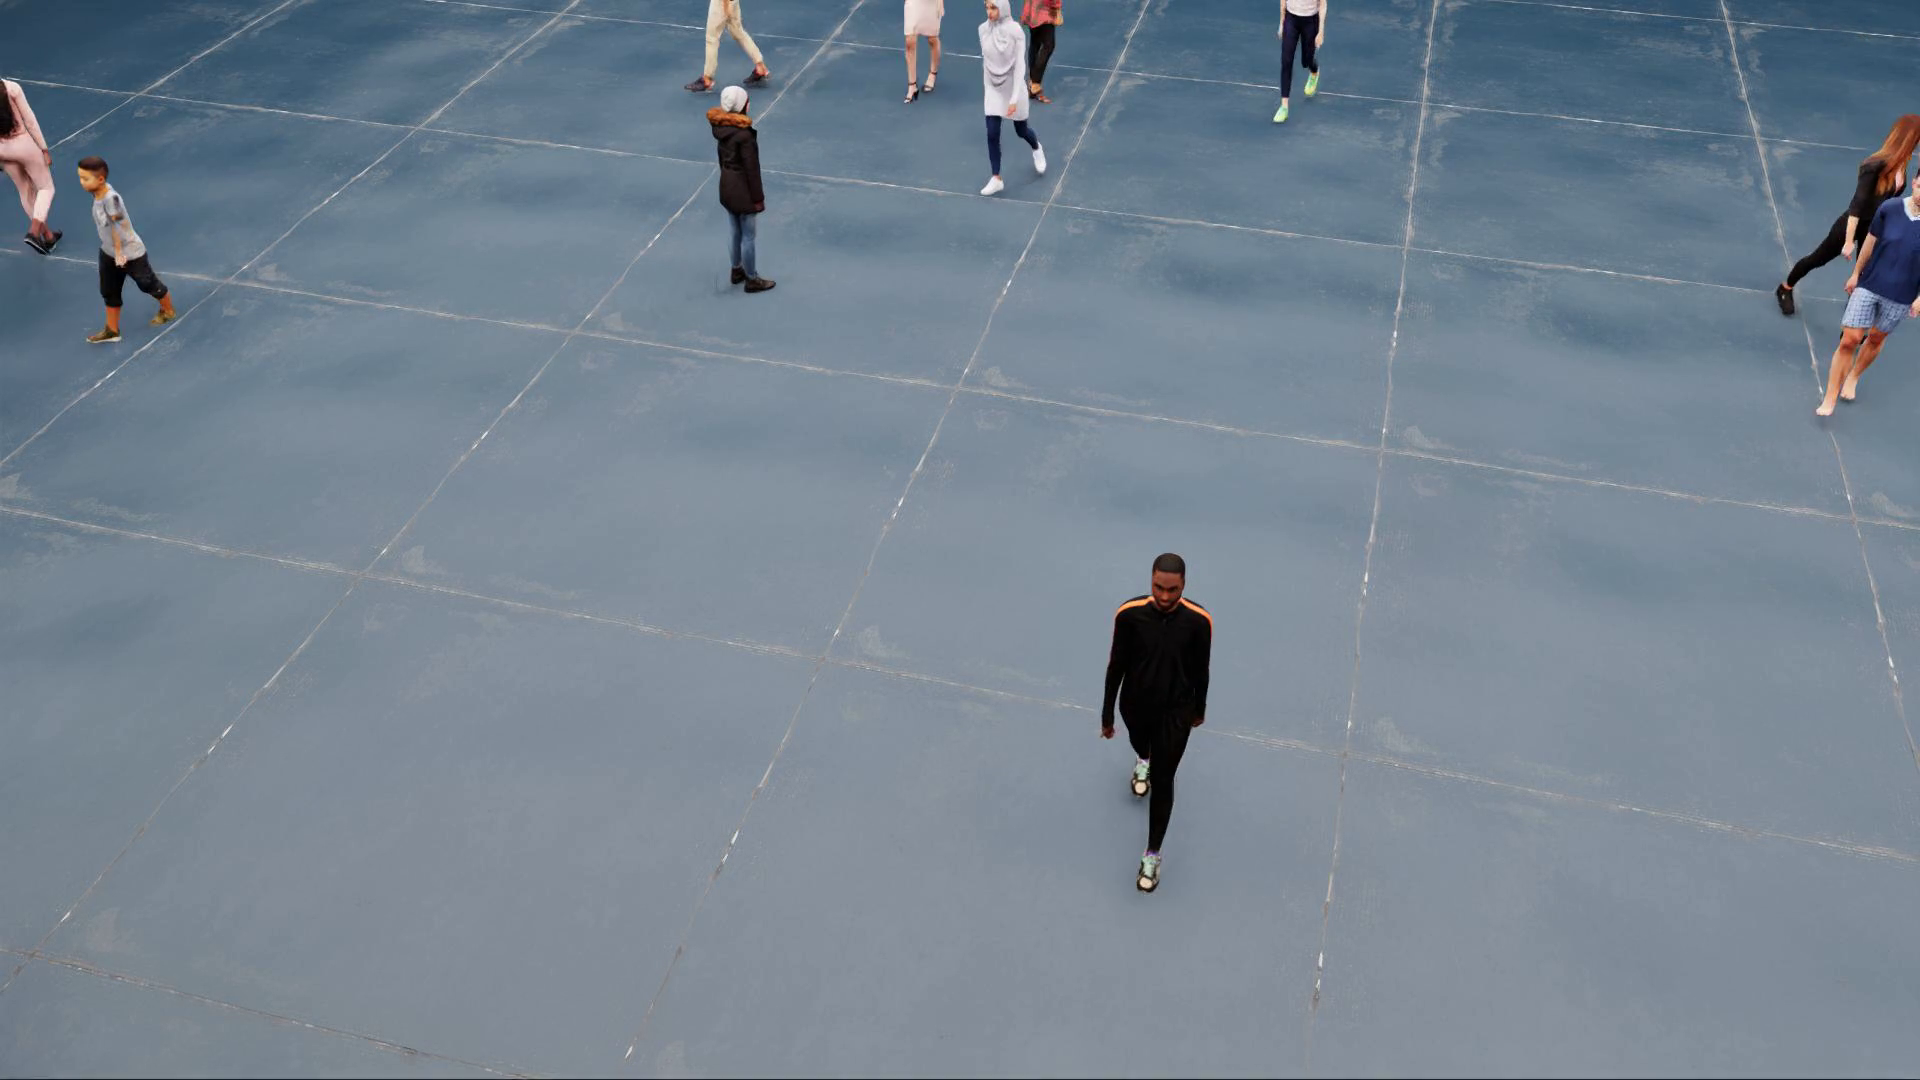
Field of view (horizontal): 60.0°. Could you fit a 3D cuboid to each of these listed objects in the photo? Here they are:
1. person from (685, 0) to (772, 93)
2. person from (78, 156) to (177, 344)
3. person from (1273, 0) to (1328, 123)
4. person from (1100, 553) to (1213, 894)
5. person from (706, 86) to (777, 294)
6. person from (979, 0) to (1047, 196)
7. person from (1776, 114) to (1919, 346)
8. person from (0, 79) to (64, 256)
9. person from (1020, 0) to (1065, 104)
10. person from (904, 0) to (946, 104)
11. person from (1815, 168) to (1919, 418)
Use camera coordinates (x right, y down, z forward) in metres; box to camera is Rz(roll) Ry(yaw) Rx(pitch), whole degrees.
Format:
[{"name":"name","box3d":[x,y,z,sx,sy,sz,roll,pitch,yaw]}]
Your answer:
[{"name":"person","box3d":[-2.130,-5.108,15.603,0.870,1.827,1.052,0,38,0]},{"name":"person","box3d":[-6.115,-2.221,12.232,0.811,1.433,1.003,25,44,28]},{"name":"person","box3d":[3.159,-4.731,15.239,0.777,1.681,1.107,19,42,23]},{"name":"person","box3d":[0.966,0.744,8.180,0.672,1.758,1.200,8,39,10]},{"name":"person","box3d":[-1.669,-2.673,12.647,0.783,1.634,0.743,-25,45,-29]},{"name":"person","box3d":[0.442,-3.781,13.980,0.814,1.736,1.113,18,41,21]},{"name":"person","box3d":[6.490,-2.313,12.164,1.133,1.662,1.269,-13,40,-16]},{"name":"person","box3d":[-7.378,-2.978,12.978,0.826,1.707,1.004,-4,38,-5]},{"name":"person","box3d":[0.749,-4.987,15.570,0.814,1.678,0.721,-26,45,-29]},{"name":"person","box3d":[-0.301,-5.040,15.538,0.630,1.801,0.869,12,40,15]},{"name":"person","box3d":[6.317,-1.751,11.319,0.811,1.818,1.059,20,42,23]}]
